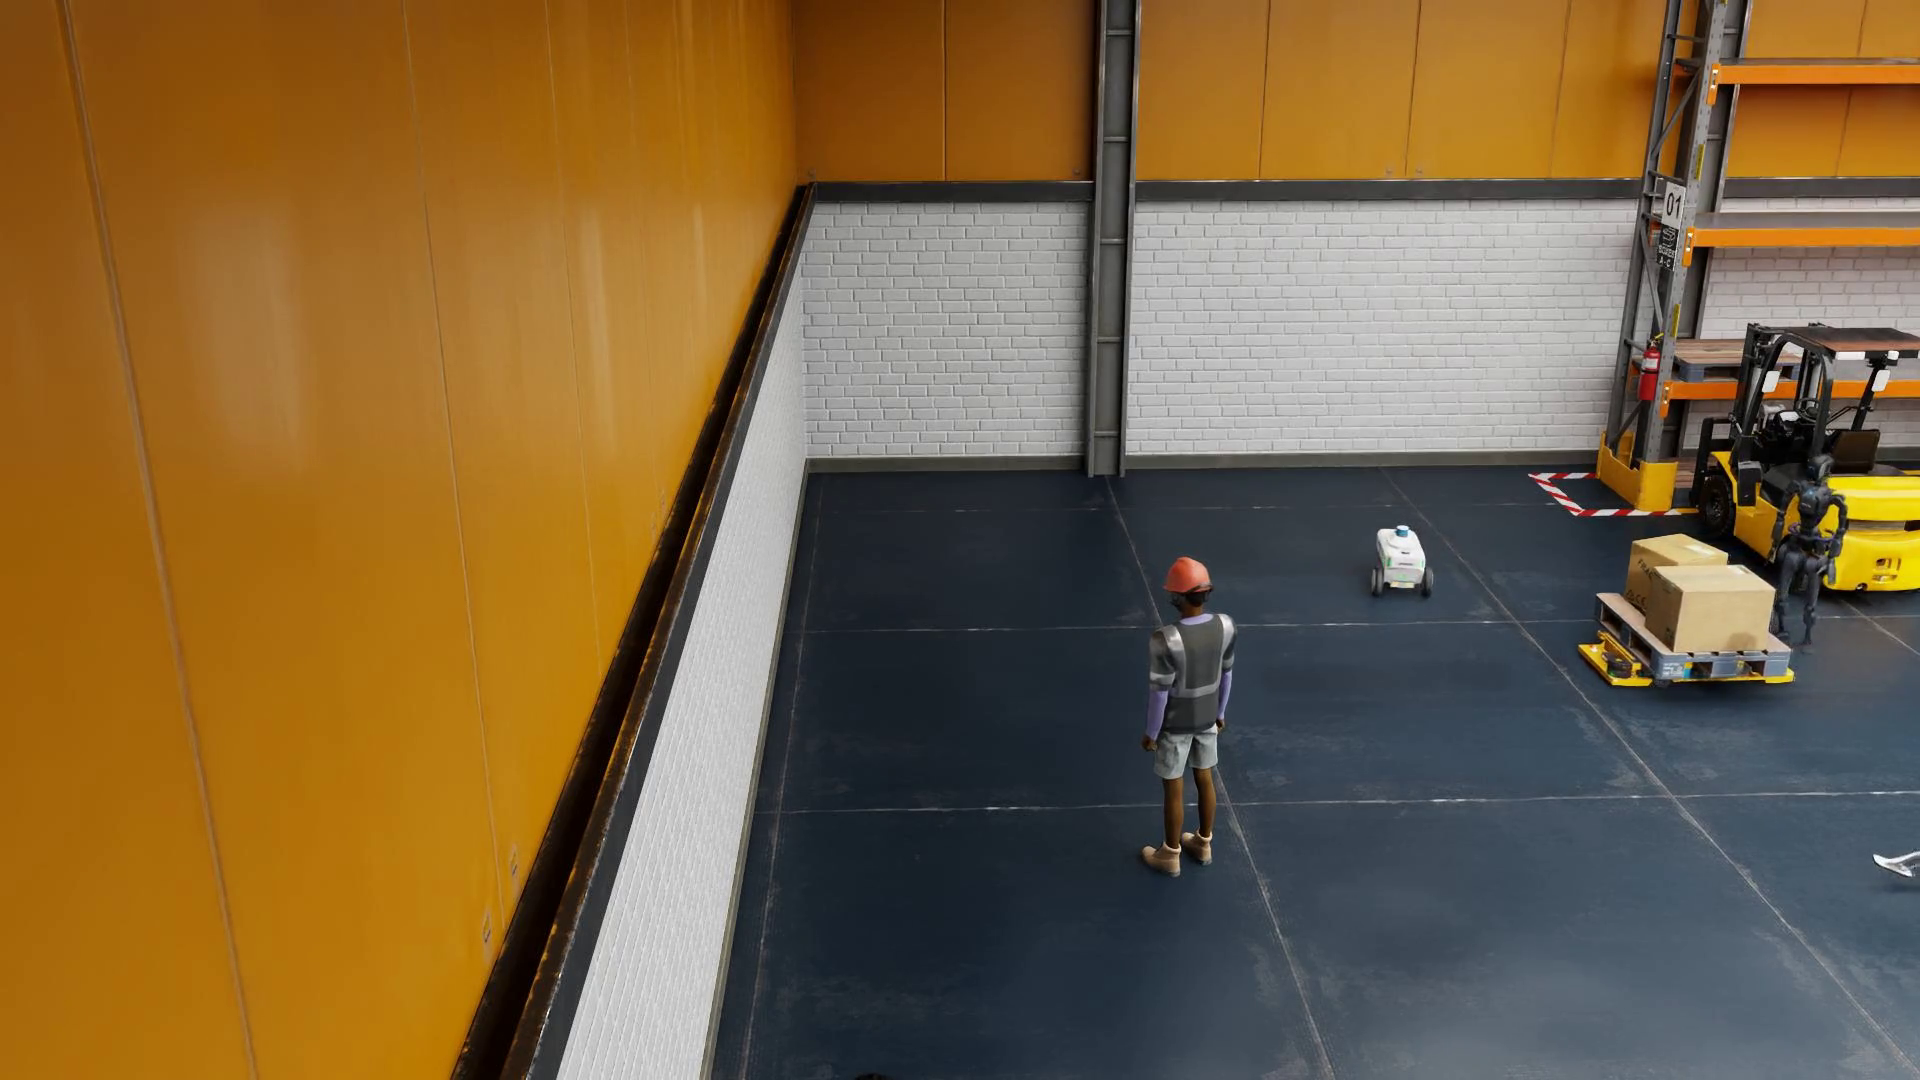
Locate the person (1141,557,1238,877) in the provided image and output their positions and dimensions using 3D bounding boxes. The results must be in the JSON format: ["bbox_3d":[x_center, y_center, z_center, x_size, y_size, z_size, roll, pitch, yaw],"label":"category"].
[{"bbox_3d":[1.362,1.072,10.094,0.606,2.040,0.375,-11,23,-28],"label":"person"}]

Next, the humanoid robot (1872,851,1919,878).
[{"bbox_3d":[6.096,1.317,9.876,1.003,1.741,0.536,5,21,14],"label":"humanoid robot"}]

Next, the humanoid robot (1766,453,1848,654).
[{"bbox_3d":[6.774,0.086,13.297,0.334,1.644,0.591,-15,25,-34],"label":"humanoid robot"}]

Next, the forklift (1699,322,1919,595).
[{"bbox_3d":[7.809,-0.792,14.926,1.214,2.155,2.313,-1,20,-2],"label":"forklift"}]

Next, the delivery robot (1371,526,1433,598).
[{"bbox_3d":[3.885,0.189,14.649,0.514,0.610,0.781,2,20,6],"label":"delivery robot"}]

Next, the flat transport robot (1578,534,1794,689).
[{"bbox_3d":[5.687,0.924,13.048,1.431,0.231,0.659,-1,20,-3],"label":"flat transport robot"}]

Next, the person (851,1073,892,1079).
[{"bbox_3d":[-0.295,2.700,6.165,0.316,1.698,0.540,-7,21,-17],"label":"person"}]
